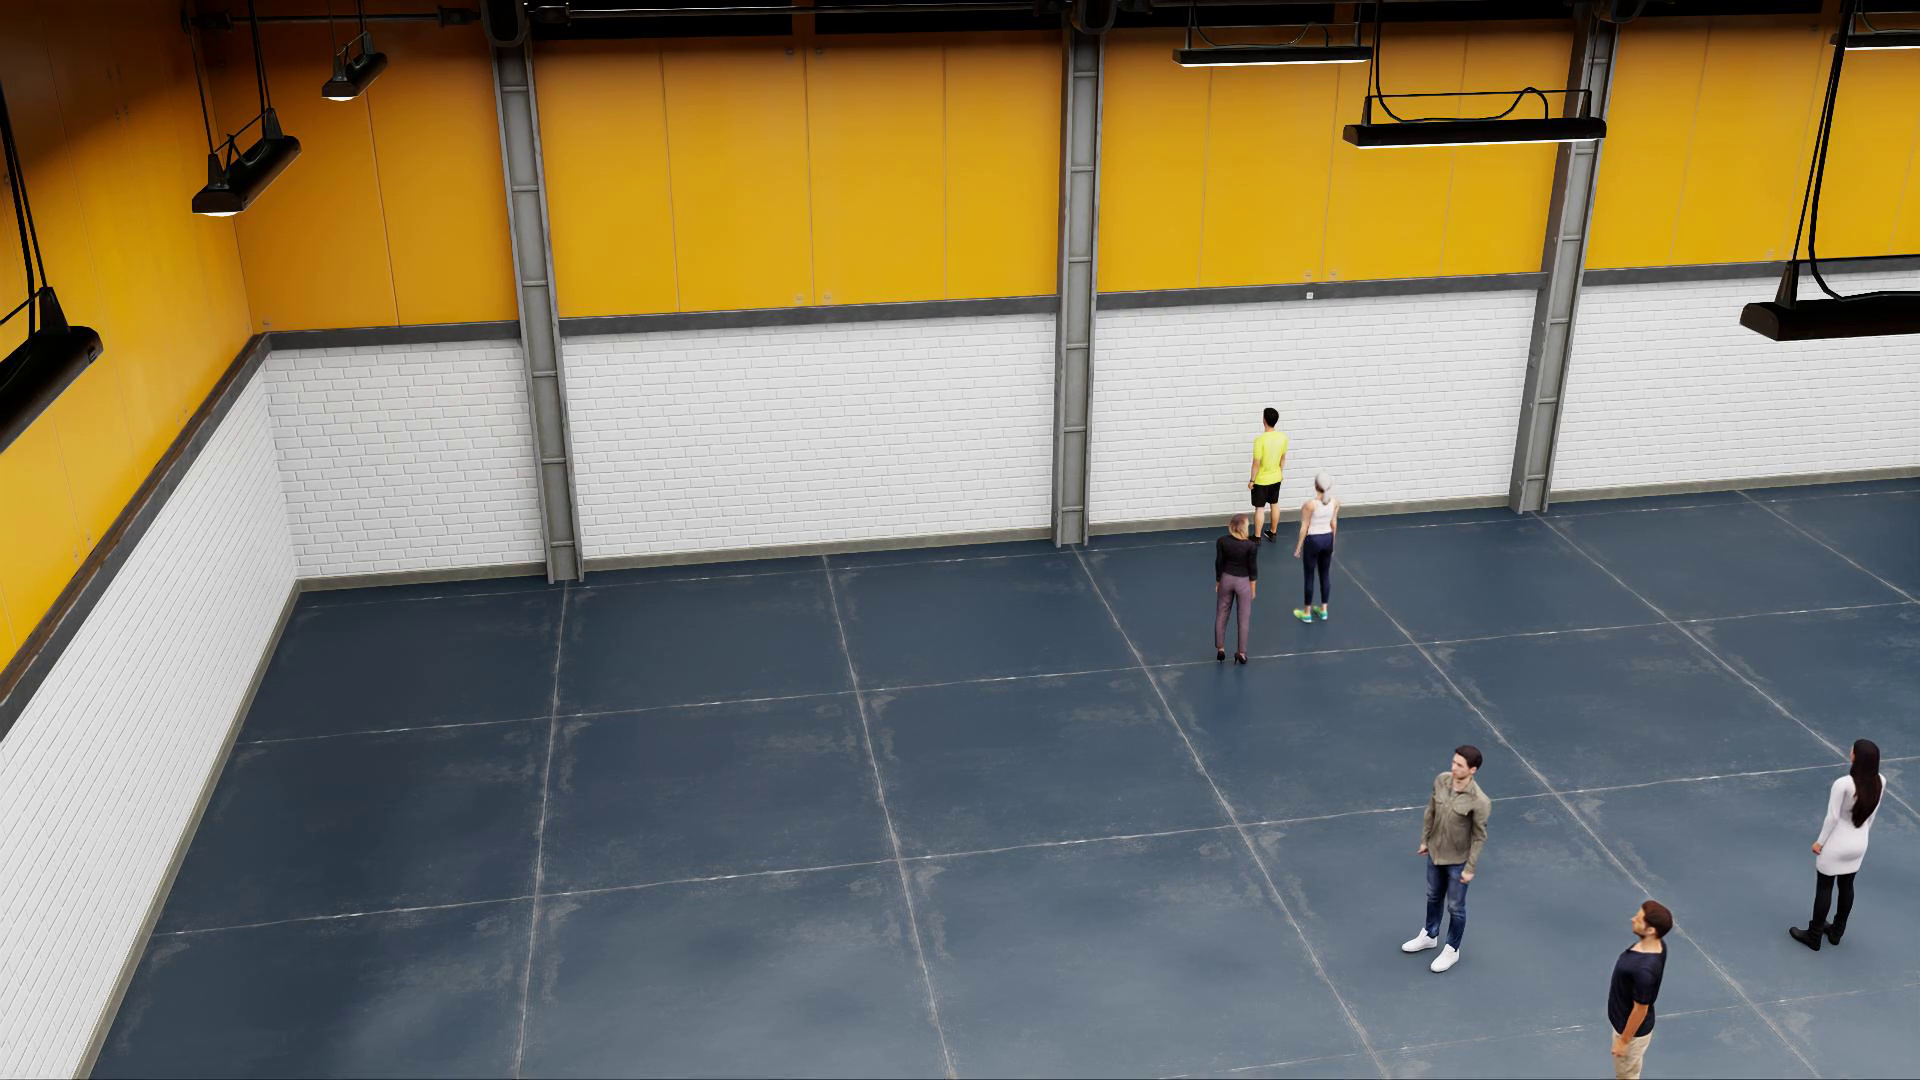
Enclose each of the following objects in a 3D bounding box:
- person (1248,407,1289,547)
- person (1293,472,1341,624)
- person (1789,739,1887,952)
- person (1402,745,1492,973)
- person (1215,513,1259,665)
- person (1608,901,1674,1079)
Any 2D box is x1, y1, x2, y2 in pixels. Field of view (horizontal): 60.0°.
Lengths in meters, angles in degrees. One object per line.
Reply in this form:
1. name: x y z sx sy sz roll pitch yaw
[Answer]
1. person: 3.689 -0.769 19.931 0.560 1.708 0.735 -11 26 -23
2. person: 3.874 0.079 18.000 0.525 1.702 0.705 -9 25 -19
3. person: 6.759 2.326 12.727 0.488 1.808 0.686 -6 24 -14
4. person: 3.722 2.369 12.558 0.736 1.865 0.780 -14 27 -29
5. person: 2.817 0.505 17.063 0.651 1.671 0.742 11 26 24
6. person: 4.378 3.136 10.809 0.733 1.859 0.714 11 26 24
